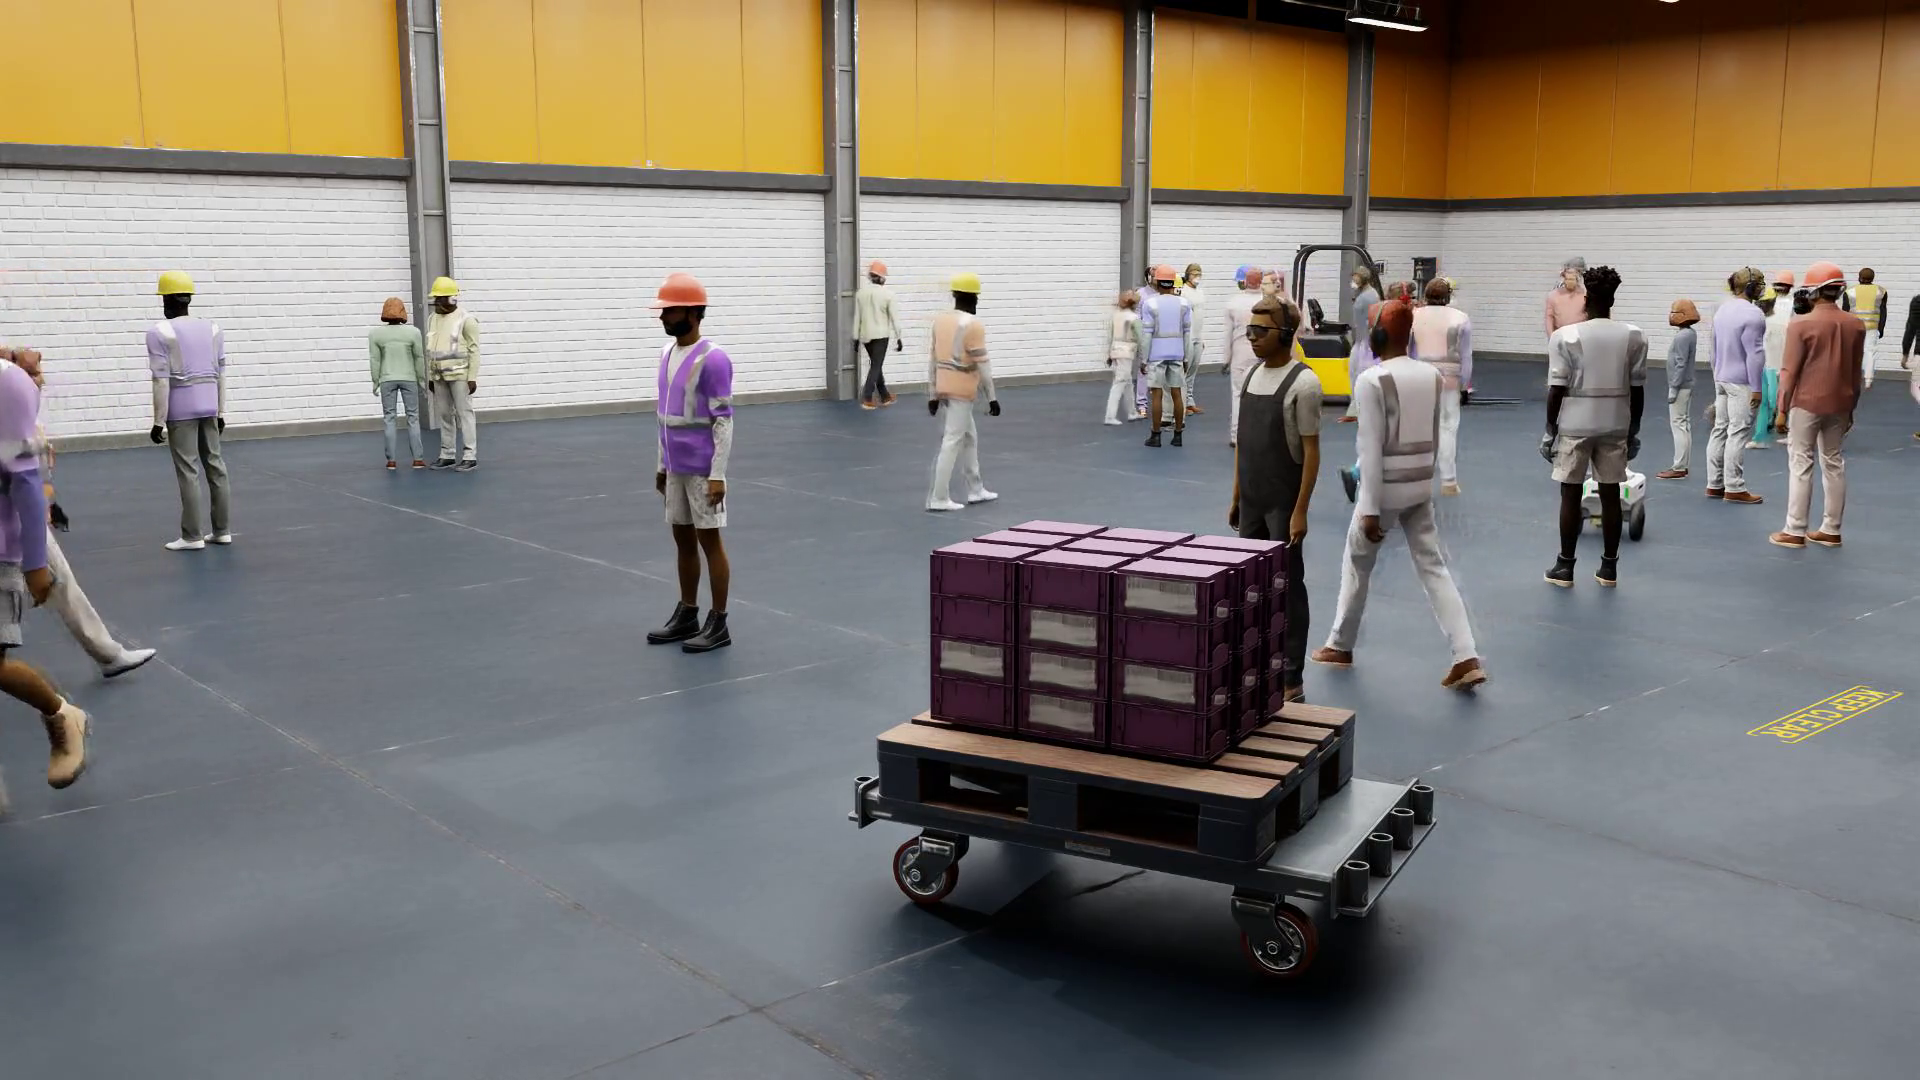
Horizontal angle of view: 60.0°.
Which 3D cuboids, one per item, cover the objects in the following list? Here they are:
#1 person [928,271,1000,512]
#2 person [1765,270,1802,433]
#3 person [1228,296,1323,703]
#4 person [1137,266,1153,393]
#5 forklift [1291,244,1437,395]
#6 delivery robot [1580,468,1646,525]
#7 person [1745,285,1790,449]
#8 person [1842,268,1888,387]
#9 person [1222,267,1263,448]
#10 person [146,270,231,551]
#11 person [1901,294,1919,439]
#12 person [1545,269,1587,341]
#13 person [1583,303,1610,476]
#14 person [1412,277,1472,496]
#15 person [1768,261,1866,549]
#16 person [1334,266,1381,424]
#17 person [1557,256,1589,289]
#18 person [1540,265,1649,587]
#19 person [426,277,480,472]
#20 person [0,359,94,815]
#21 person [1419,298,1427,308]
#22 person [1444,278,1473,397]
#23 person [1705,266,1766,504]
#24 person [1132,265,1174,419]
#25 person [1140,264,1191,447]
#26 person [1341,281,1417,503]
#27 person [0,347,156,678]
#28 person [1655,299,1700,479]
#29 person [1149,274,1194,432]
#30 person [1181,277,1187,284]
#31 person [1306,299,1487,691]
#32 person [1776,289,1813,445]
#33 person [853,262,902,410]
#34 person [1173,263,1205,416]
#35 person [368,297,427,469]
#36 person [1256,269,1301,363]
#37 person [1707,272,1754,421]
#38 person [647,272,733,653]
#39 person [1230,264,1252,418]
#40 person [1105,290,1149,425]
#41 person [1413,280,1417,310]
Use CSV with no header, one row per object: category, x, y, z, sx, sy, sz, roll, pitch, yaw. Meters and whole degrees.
person,0.083,-1.180,13.270,0.859,1.892,0.590,-6,11,-31
person,9.389,-2.165,19.150,0.551,1.876,0.984,6,11,31
person,1.401,-0.170,7.507,0.345,1.846,0.506,-6,11,-31
person,2.840,-3.113,24.677,0.512,1.868,0.328,9,13,42
forklift,5.256,-2.933,22.661,2.313,2.155,1.214,3,10,16
delivery robot,4.757,-0.357,12.102,0.477,0.478,0.707,6,11,30
person,8.562,-1.787,17.327,0.711,1.730,0.538,2,10,12
person,13.943,-3.277,25.696,0.633,1.846,0.429,4,10,22
person,3.092,-1.920,17.574,0.651,1.906,0.403,1,10,8
person,-5.317,-0.886,11.455,0.379,1.928,0.585,5,11,27
person,10.575,-2.023,17.994,0.614,1.968,0.775,1,10,6
person,8.317,-2.768,22.723,0.638,1.844,1.032,4,11,24
person,5.880,-1.416,15.437,0.345,1.633,0.568,-7,12,-35
person,4.018,-1.295,14.107,0.621,1.845,0.430,5,11,27
person,5.946,-0.931,11.559,0.618,1.985,0.408,-2,10,-13
person,4.987,-2.336,20.021,0.817,1.908,0.681,0,10,2
person,8.684,-3.005,23.536,0.541,2.000,0.694,1,10,4
person,3.864,-0.685,10.168,0.613,1.965,0.361,0,10,0
person,-4.794,-1.555,15.662,0.599,1.827,0.403,5,11,27
person,-3.488,0.014,5.905,0.622,2.024,0.583,2,10,14
person,5.469,-2.067,19.358,0.821,1.593,0.506,-9,13,-41
person,6.940,-2.887,23.782,0.918,1.723,0.545,2,10,12
person,6.397,-1.268,13.662,0.362,1.939,0.636,-1,10,-5
person,2.454,-2.469,20.786,0.642,1.908,0.407,-3,10,-16
person,2.171,-1.949,17.650,0.542,1.939,0.364,-2,10,-12
person,3.332,-1.133,13.182,0.612,1.831,0.577,-2,10,-12
person,-4.307,-0.098,7.790,0.844,1.594,0.528,-6,11,-30
person,6.544,-1.367,15.135,0.270,1.632,0.508,6,11,32
person,2.447,-2.174,19.275,0.404,1.832,0.595,-5,11,-26
person,3.534,-3.382,26.767,0.529,1.691,0.318,4,10,22
person,2.111,-0.205,7.852,0.598,1.841,1.026,-6,11,-31
person,9.043,-1.814,17.626,0.541,1.670,0.564,4,10,21
person,-1.091,-2.709,22.111,0.651,1.940,1.044,6,11,30
person,2.926,-2.554,21.199,0.353,1.934,0.635,7,12,36
person,-5.343,-1.486,15.830,0.497,1.634,0.278,-2,10,-12
person,3.034,-1.674,16.174,0.461,1.887,0.687,-1,10,-8
person,9.068,-2.216,19.481,0.662,1.845,0.539,-4,10,-22
person,-1.389,-0.391,8.527,0.370,1.939,0.543,-9,13,-42
person,3.591,-2.454,20.661,0.496,1.919,0.625,0,10,2
person,2.053,-2.179,19.965,0.788,1.607,0.517,-5,11,-28
person,8.674,-4.235,30.915,0.619,1.963,1.137,7,12,37
